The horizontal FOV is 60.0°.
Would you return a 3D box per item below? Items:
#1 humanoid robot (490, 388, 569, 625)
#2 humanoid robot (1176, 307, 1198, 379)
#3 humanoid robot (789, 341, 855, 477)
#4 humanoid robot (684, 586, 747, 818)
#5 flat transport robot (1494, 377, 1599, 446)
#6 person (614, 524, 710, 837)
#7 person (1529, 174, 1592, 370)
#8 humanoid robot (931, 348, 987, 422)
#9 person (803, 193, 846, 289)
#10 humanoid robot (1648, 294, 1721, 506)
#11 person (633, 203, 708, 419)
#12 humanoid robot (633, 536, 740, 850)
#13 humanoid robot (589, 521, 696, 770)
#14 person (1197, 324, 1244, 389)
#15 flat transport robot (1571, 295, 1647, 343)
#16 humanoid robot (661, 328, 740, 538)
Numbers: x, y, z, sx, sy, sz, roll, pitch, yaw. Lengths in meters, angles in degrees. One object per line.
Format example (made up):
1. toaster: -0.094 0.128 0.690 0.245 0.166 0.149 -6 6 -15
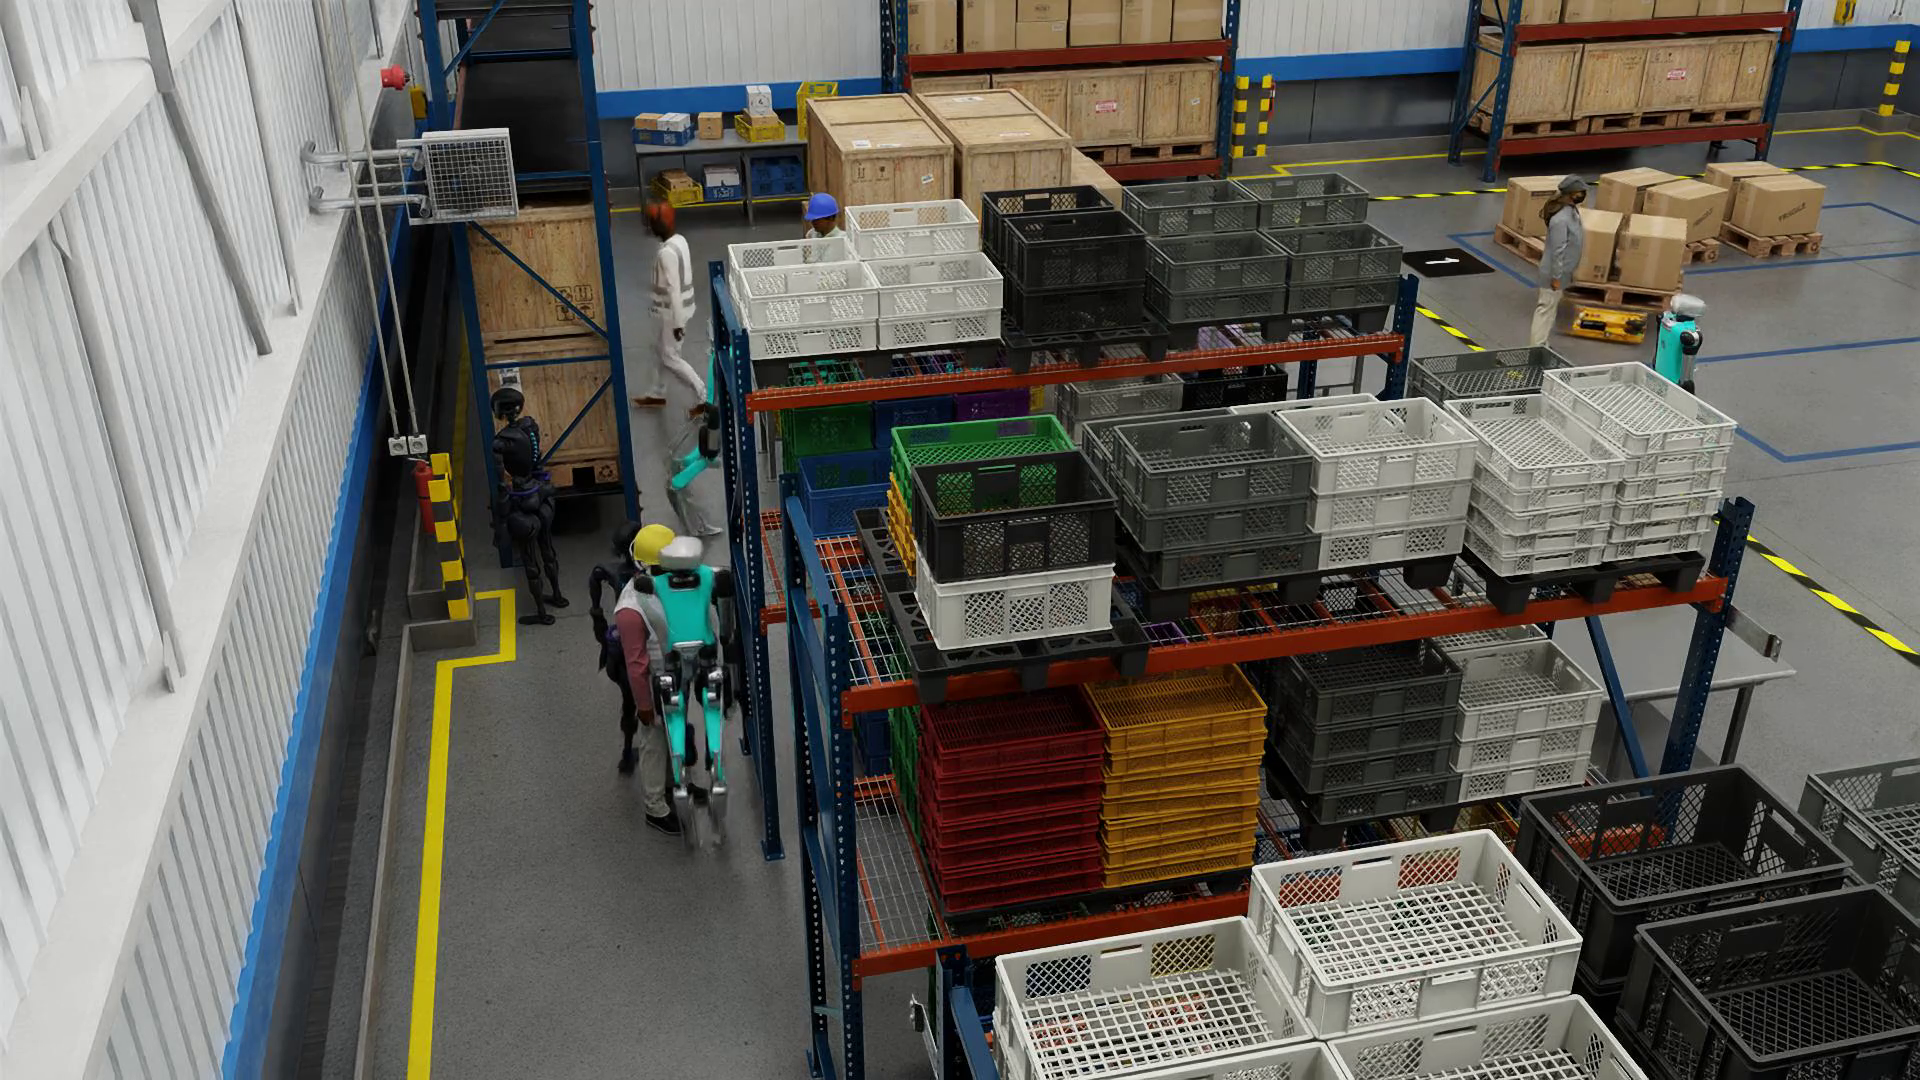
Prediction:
1. humanoid robot: -2.865 -0.227 10.952 0.315 1.655 0.599 8 29 14
2. humanoid robot: 1.845 -1.405 13.225 0.522 1.627 0.609 13 30 23
3. humanoid robot: -0.872 -0.853 12.118 0.566 1.771 0.908 15 31 27
4. humanoid robot: -1.485 0.704 9.223 0.591 1.638 0.620 -3 28 -6
5. flat transport robot: 4.780 -1.036 14.013 0.659 0.231 1.431 -6 28 -12
6. person: -1.587 0.731 8.982 0.403 1.830 0.597 8 29 15
7. person: 5.400 -2.442 15.068 0.396 1.769 0.564 13 31 24
8. humanoid robot: 0.115 -0.574 11.452 0.531 1.687 0.733 -12 30 -21
9. person: -1.086 -1.986 14.039 0.621 1.934 0.435 24 36 37
10. humanoid robot: 5.404 -1.001 12.227 0.735 1.677 0.533 -2 28 -3
11. person: -2.464 -1.918 13.994 0.835 1.846 0.626 2 28 4
12. humanoid robot: -1.398 0.911 8.776 0.538 1.829 0.695 -5 28 -10
13. humanoid robot: -1.774 0.621 9.348 0.588 1.649 0.375 4 28 7
14. person: 1.928 -1.106 12.244 0.372 2.043 0.609 -6 28 -10
15. flat transport robot: 6.418 -2.302 16.384 0.652 0.197 1.431 10 29 19
16. humanoid robot: -1.891 -0.733 11.859 0.785 1.765 0.536 1 28 1
